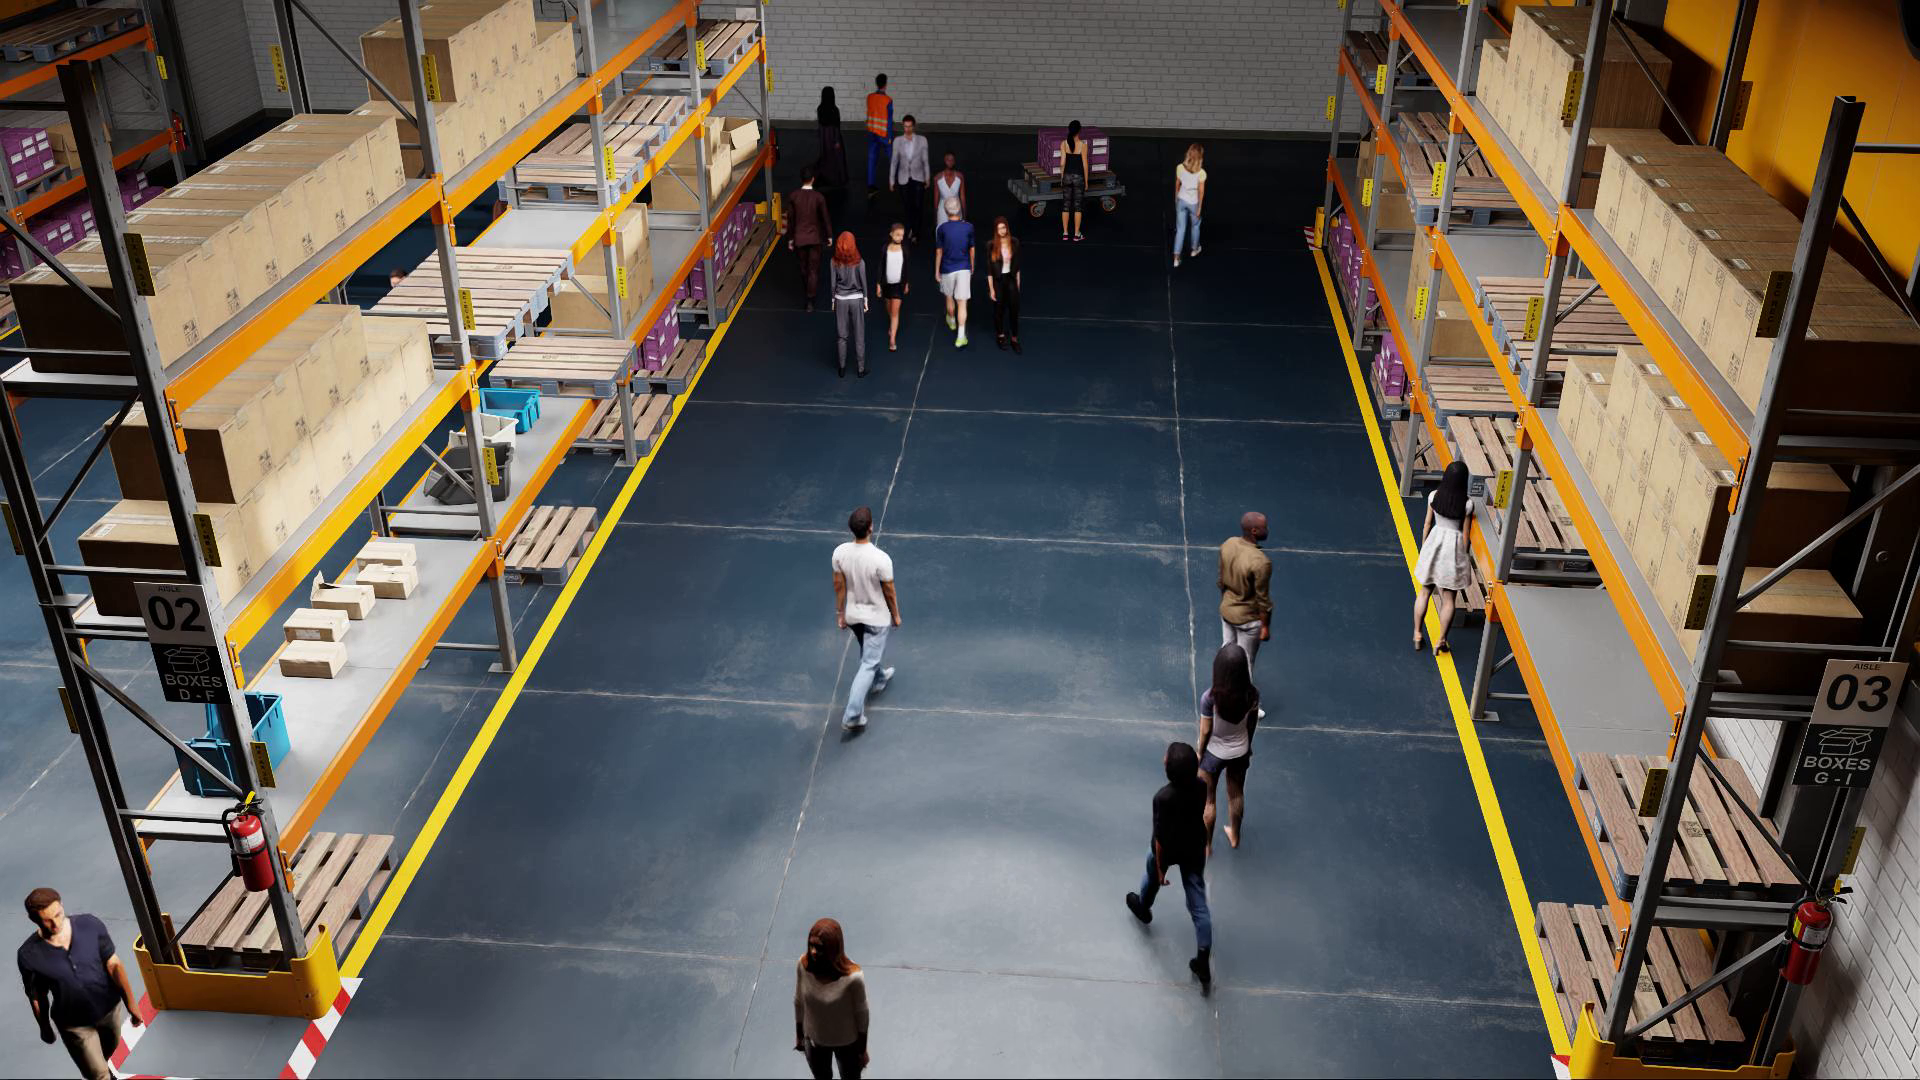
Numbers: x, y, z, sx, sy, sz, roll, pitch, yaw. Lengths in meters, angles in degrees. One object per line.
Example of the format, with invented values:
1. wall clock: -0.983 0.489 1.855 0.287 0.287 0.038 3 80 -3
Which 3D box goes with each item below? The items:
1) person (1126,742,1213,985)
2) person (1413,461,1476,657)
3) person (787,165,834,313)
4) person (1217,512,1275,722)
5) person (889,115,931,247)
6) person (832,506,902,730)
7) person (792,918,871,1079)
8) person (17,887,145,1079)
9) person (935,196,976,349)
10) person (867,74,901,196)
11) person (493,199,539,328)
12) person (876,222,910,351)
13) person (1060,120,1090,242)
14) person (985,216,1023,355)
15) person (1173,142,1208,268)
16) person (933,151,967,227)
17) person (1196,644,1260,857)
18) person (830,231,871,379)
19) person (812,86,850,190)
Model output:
1. person: 1.455 2.086 10.683 0.941 1.649 1.240 -11 30 -19
2. person: 4.109 0.149 14.107 0.776 1.769 0.799 18 34 30
3. person: -1.957 -3.825 21.333 0.745 1.827 1.120 4 29 7
4. person: 2.245 0.604 13.218 0.865 1.824 0.757 -16 32 -27
5. person: -0.681 -5.183 23.839 0.763 1.811 1.108 4 29 8
6. person: -0.771 0.646 13.137 1.035 1.827 1.291 16 33 27
7. person: -0.708 2.779 9.348 0.664 1.710 0.627 10 30 18
8. person: -5.005 2.649 9.478 1.096 1.815 1.148 22 35 34
9. person: -0.055 -3.232 20.291 0.798 1.784 1.211 -2 29 -3
10. person: -1.293 -6.239 25.784 0.988 1.803 1.326 14 32 24
11. person: -5.668 -3.384 20.654 0.893 1.703 0.924 -13 31 -22
12. person: -0.819 -3.171 20.457 0.564 1.518 1.044 4 29 7
13. person: 1.630 -5.165 23.892 0.629 1.729 0.621 10 30 18
14. person: 0.492 -3.140 20.223 0.737 1.687 0.850 -8 30 -14
15. person: 3.102 -4.562 22.839 0.916 1.679 1.223 14 31 23
16. person: -0.144 -4.364 22.382 0.747 1.769 0.988 -5 29 -10
17. person: 1.861 1.476 11.741 0.668 1.706 0.654 -10 30 -17
18. person: -1.292 -2.748 19.408 0.573 1.780 0.484 2 29 5
19. person: -2.088 -6.300 26.103 0.942 1.605 1.073 22 36 35
